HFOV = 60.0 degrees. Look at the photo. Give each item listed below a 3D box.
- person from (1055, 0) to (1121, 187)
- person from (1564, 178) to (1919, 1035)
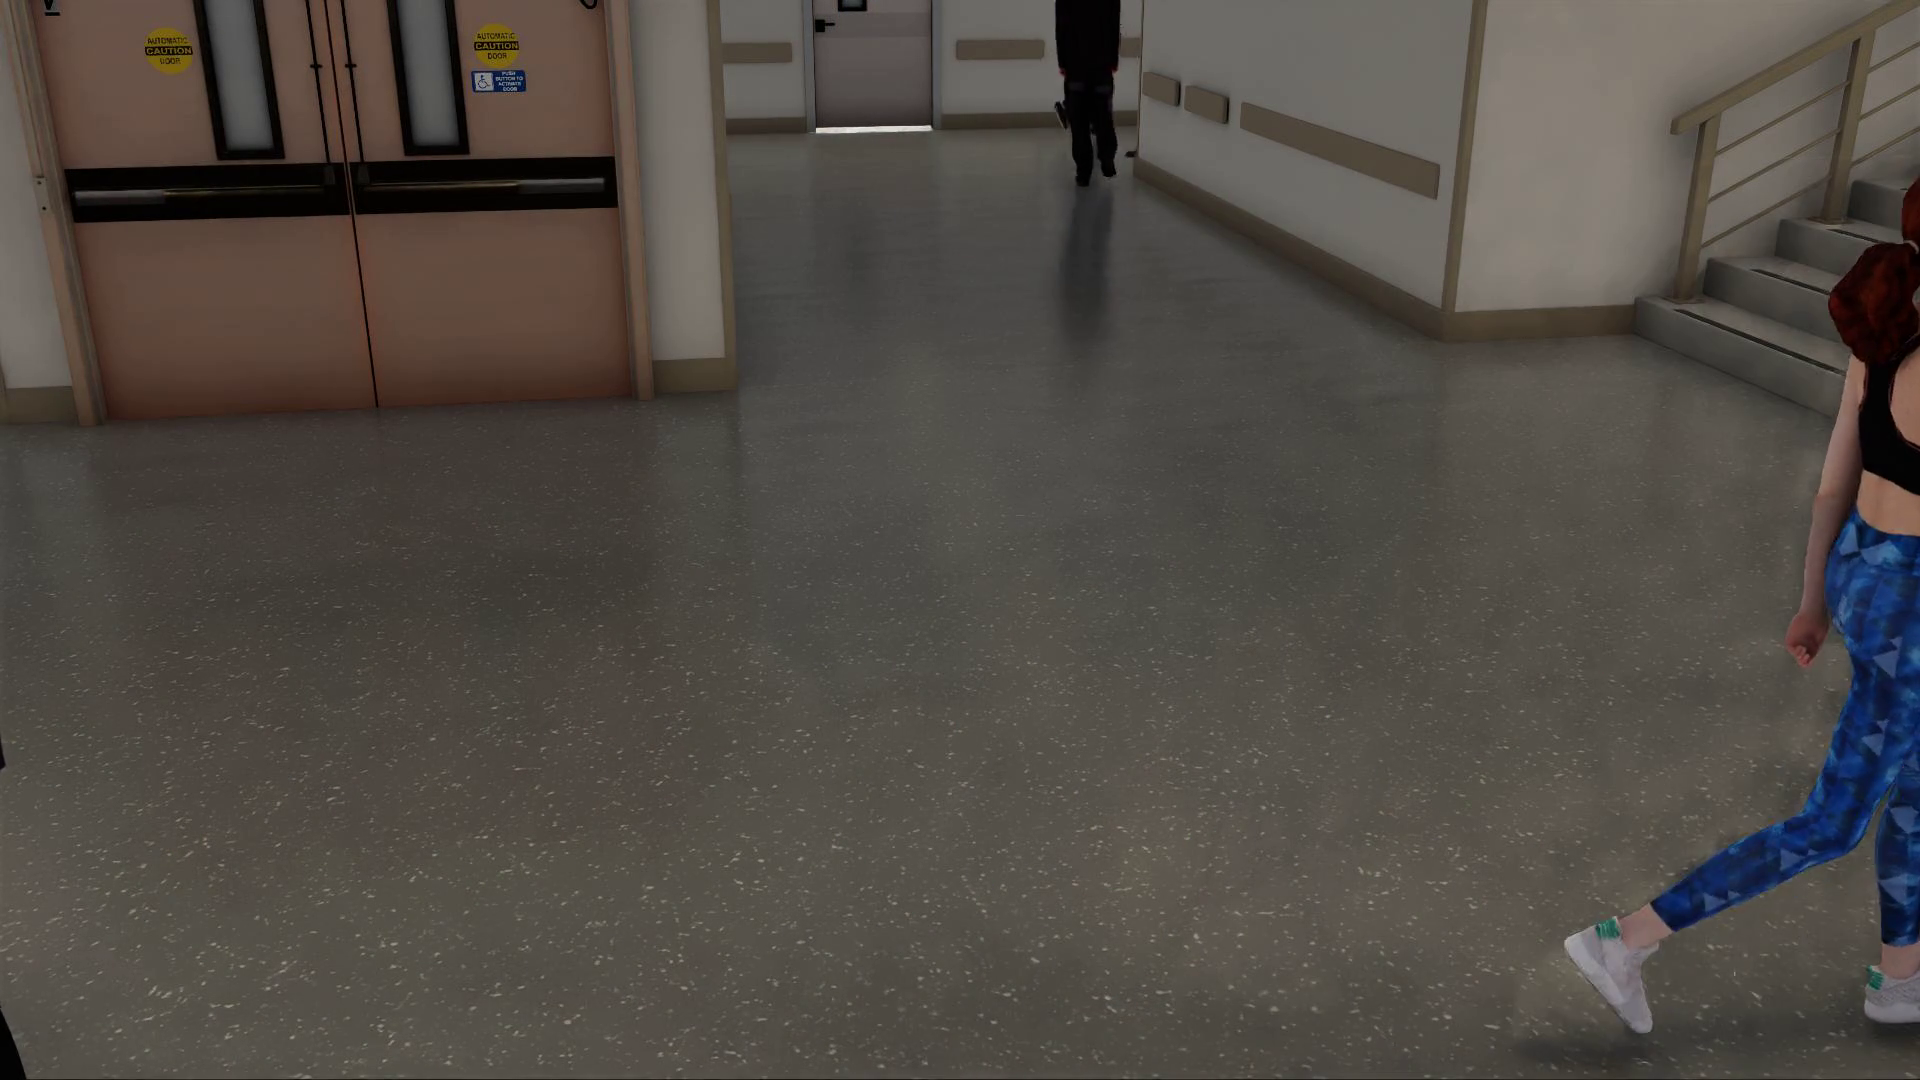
[{"bbox_3d":[1.063,-3.875,13.686,0.666,1.895,0.783,2,21,4],"label":"person"},{"bbox_3d":[1.643,0.214,3.092,1.209,1.751,0.729,1,21,1],"label":"person"}]
